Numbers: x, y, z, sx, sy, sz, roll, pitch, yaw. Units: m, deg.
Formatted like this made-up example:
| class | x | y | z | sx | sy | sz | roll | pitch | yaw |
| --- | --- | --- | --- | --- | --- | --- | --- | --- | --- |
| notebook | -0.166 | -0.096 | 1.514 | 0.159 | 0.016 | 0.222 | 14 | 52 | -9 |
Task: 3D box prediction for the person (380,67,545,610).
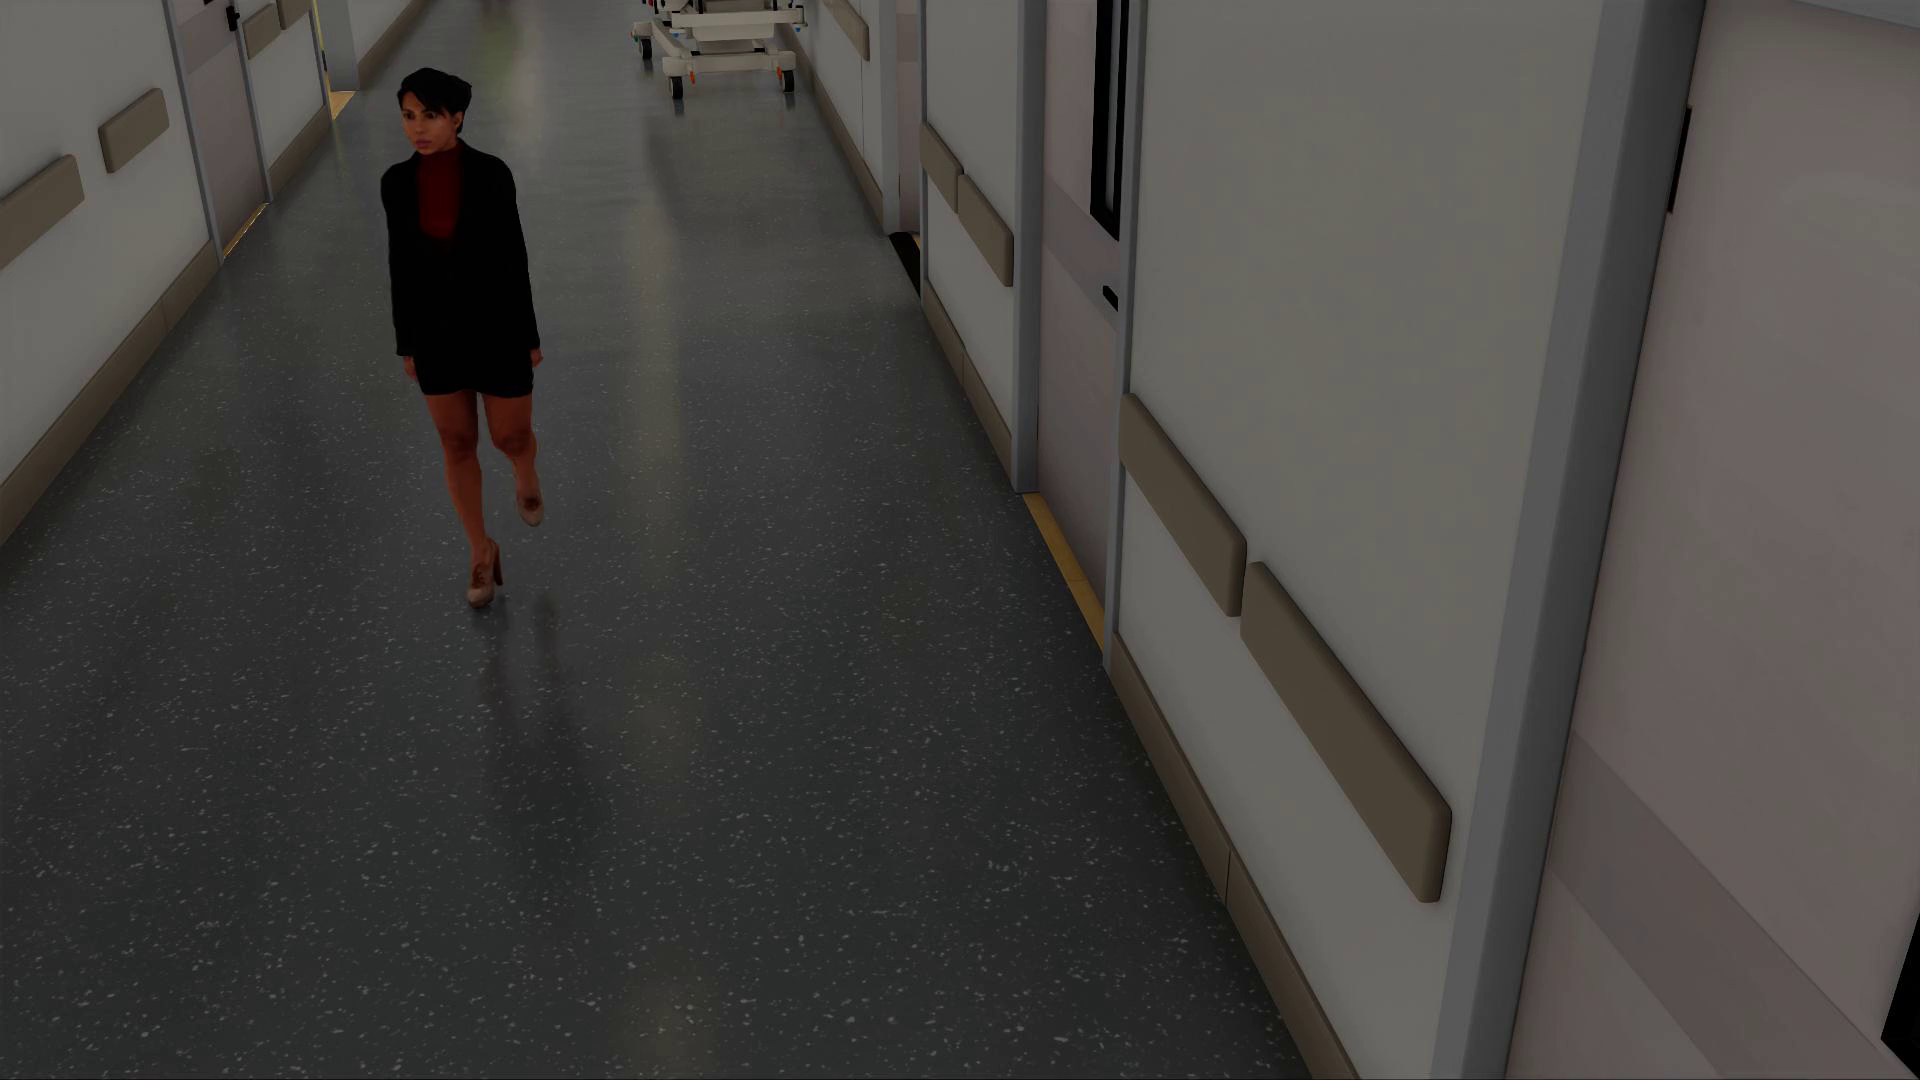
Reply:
| class | x | y | z | sx | sy | sz | roll | pitch | yaw |
| --- | --- | --- | --- | --- | --- | --- | --- | --- | --- |
| person | -1.459 | -0.597 | 5.015 | 0.700 | 1.631 | 0.686 | -1 | 26 | -2 |
